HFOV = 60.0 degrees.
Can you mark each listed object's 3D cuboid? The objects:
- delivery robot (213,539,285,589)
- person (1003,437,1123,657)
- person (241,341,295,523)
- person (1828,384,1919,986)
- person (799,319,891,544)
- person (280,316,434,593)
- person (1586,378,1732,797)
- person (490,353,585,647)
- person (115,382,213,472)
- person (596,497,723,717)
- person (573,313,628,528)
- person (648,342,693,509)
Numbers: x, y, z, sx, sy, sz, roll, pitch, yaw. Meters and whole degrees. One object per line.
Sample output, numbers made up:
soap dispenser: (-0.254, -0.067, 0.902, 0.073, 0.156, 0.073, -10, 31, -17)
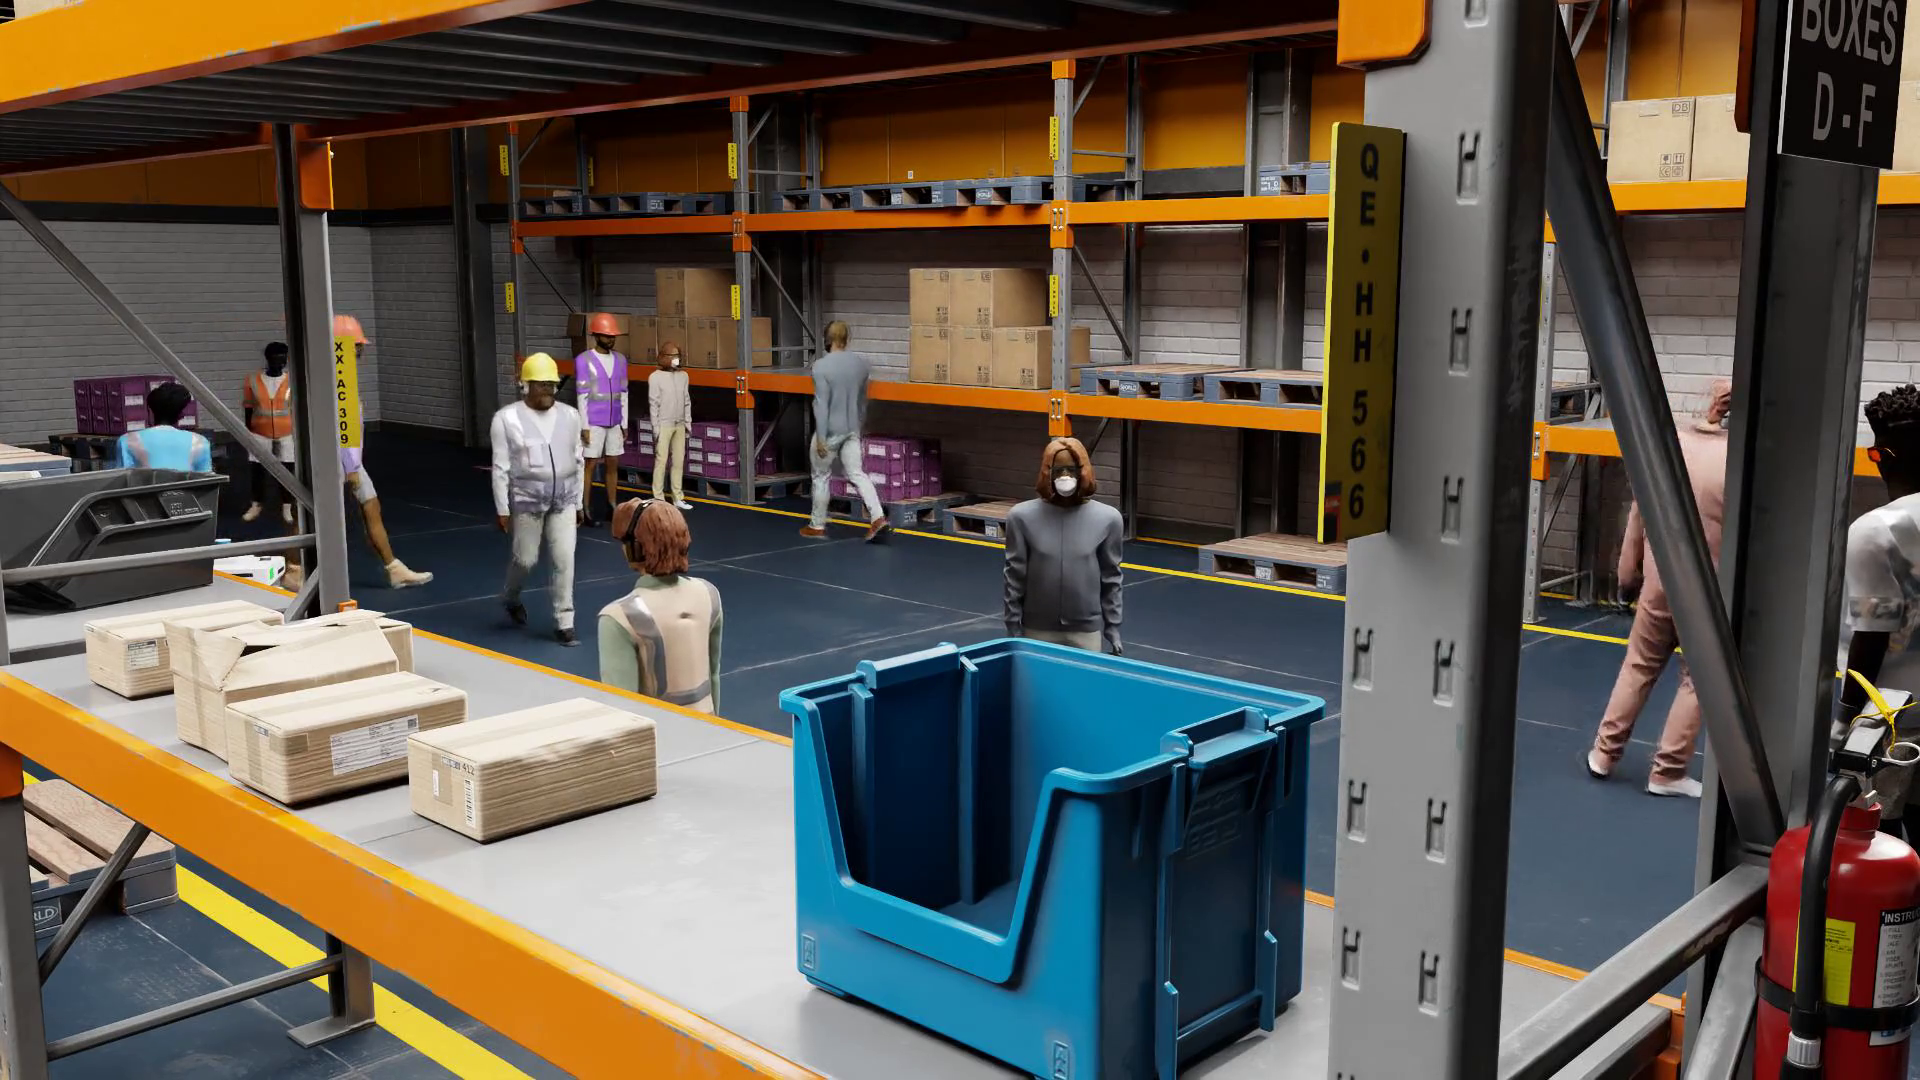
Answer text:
delivery robot: (-4.786, 0.235, 10.830, 0.707, 0.478, 0.477, -2, 9, -9)
person: (0.425, 0.384, 6.897, 0.498, 1.634, 0.281, 0, 9, 0)
person: (-6.227, -0.969, 15.084, 0.603, 1.663, 0.407, -2, 10, -14)
person: (2.910, 0.502, 5.169, 0.608, 1.963, 0.374, -5, 11, -28)
person: (-0.976, -0.912, 14.048, 0.967, 1.905, 0.643, 9, 13, 42)
person: (-4.380, -0.591, 11.819, 1.052, 1.989, 0.639, -2, 9, -10)
person: (3.191, 0.211, 7.281, 0.415, 1.862, 0.778, -6, 11, -33)
person: (-2.628, -0.264, 10.356, 0.595, 1.811, 0.772, -6, 11, -34)
person: (-4.687, -0.081, 9.674, 0.715, 1.655, 0.344, -9, 13, -43)
person: (-0.895, 0.686, 5.032, 0.315, 1.640, 0.514, 5, 11, 29)
person: (-3.192, -1.070, 14.944, 0.419, 1.924, 0.546, 9, 13, 43)
person: (-2.766, -1.078, 15.895, 0.281, 1.625, 0.493, 7, 12, 36)
